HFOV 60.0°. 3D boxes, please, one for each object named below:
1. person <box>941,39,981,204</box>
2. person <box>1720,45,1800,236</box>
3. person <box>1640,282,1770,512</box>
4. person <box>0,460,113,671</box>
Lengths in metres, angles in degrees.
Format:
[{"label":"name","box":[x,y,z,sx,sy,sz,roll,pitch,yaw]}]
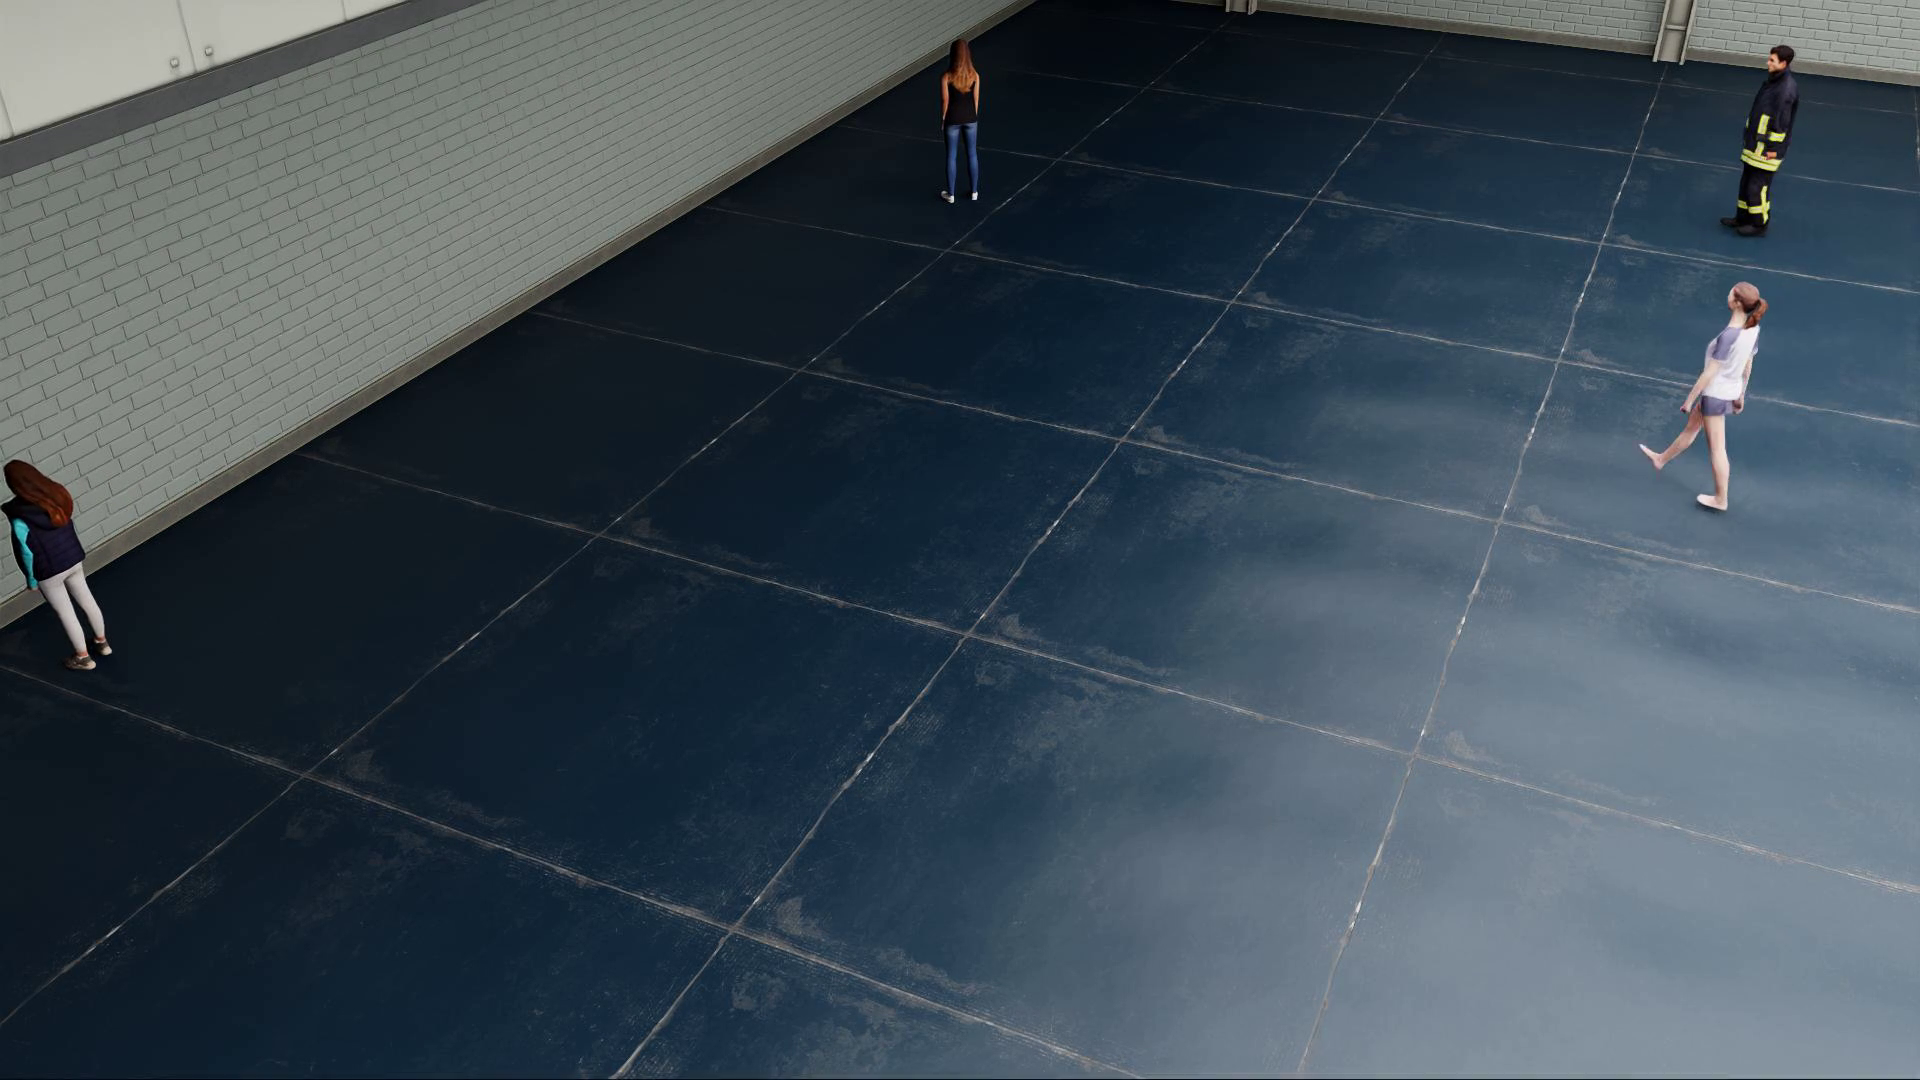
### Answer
[{"label":"person","box":[0.006,-4.444,17.646,0.656,1.723,0.729,-9,33,-14]},{"label":"person","box":[8.181,-4.030,16.801,0.838,1.923,0.888,1,32,1]},{"label":"person","box":[5.641,-1.010,12.197,0.941,1.728,1.162,-21,38,-30]},{"label":"person","box":[-5.742,0.149,10.573,0.586,1.501,0.581,12,34,18]}]
